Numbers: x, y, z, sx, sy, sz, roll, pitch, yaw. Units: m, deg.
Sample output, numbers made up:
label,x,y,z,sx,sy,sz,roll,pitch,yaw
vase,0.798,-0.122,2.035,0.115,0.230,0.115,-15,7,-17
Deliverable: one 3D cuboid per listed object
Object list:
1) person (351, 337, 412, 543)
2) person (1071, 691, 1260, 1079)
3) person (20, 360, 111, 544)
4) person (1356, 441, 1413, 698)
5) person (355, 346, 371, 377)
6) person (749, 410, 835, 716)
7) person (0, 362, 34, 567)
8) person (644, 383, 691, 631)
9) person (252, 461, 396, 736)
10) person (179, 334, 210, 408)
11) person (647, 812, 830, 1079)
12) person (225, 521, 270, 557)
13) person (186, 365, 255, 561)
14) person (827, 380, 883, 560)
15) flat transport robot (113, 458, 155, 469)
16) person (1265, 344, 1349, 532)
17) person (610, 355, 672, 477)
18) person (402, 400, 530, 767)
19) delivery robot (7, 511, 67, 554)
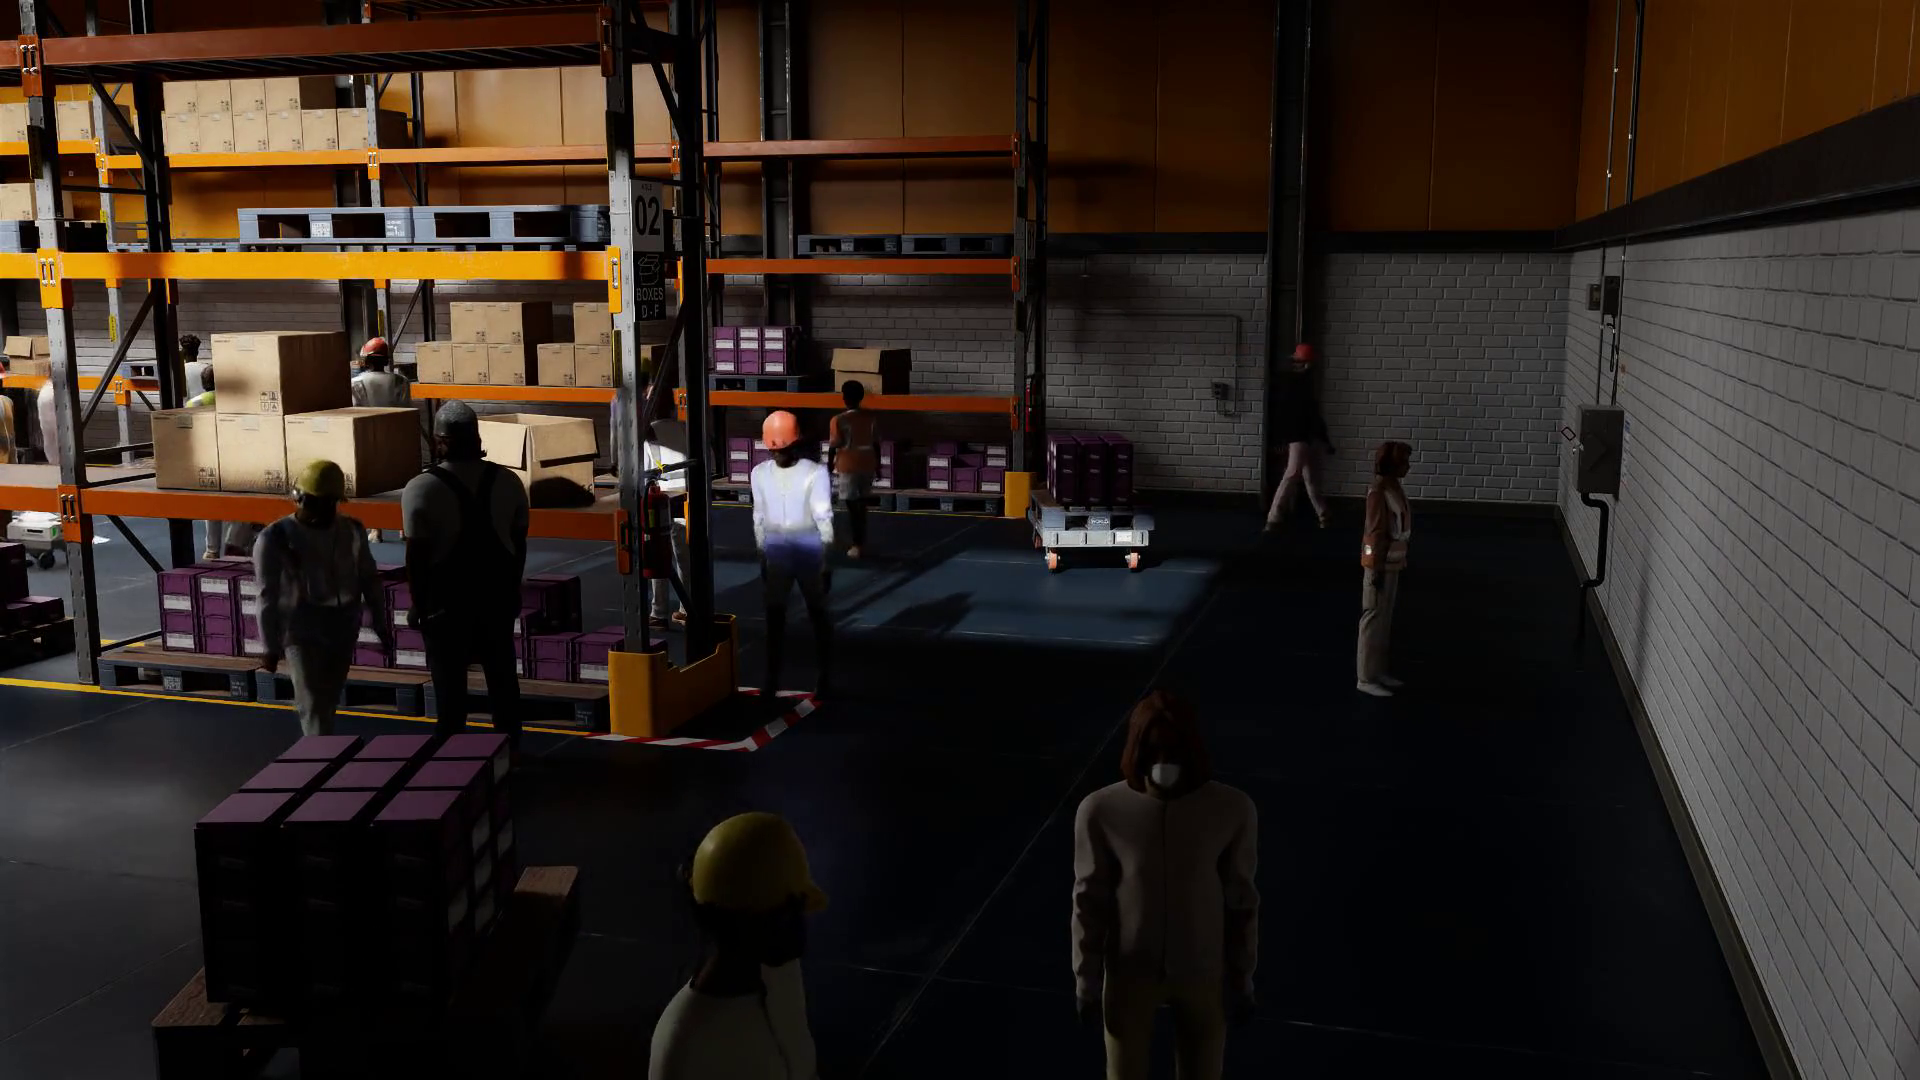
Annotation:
label,x,y,z,sx,sy,sz,roll,pitch,yaw
person,-5.764,-0.990,16.586,0.605,2.045,0.382,-4,10,-25
person,0.554,1.199,4.534,0.505,1.623,0.285,0,9,2
person,-8.809,-0.848,16.214,0.736,1.880,0.651,-4,10,-24
person,2.733,0.179,10.702,0.310,1.636,0.523,5,11,28
person,-6.861,-1.390,19.735,0.883,1.827,0.581,4,10,25
person,-1.022,0.134,10.250,0.585,1.875,0.928,2,10,13
person,-8.679,-0.677,15.001,0.357,1.937,0.551,2,9,10
person,-2.231,-0.252,12.584,0.573,1.882,0.356,-9,13,-43
person,-3.213,0.479,8.455,0.895,1.766,0.582,7,12,38
person,-8.908,-1.407,19.388,0.367,1.958,0.607,7,12,38
person,-0.347,1.365,3.210,0.821,1.726,0.544,3,10,16
person,-5.524,-0.286,12.759,0.848,1.898,0.555,0,9,-3
person,-6.905,-0.714,15.559,0.629,1.837,0.429,-7,12,-37
person,-1.027,-0.669,15.702,0.557,1.677,0.528,-6,11,-34
flat transport robot,-10.424,-0.881,21.317,0.652,0.197,1.431,-1,9,-3
person,3.608,-1.044,17.223,0.952,1.947,0.616,-1,9,-4
person,-3.018,-0.799,15.830,0.606,1.912,0.637,-4,10,-25
person,-2.695,0.258,8.993,0.678,2.000,0.537,-7,12,-38
delivery robot,-8.474,-0.083,15.305,0.707,0.478,0.477,3,10,17
